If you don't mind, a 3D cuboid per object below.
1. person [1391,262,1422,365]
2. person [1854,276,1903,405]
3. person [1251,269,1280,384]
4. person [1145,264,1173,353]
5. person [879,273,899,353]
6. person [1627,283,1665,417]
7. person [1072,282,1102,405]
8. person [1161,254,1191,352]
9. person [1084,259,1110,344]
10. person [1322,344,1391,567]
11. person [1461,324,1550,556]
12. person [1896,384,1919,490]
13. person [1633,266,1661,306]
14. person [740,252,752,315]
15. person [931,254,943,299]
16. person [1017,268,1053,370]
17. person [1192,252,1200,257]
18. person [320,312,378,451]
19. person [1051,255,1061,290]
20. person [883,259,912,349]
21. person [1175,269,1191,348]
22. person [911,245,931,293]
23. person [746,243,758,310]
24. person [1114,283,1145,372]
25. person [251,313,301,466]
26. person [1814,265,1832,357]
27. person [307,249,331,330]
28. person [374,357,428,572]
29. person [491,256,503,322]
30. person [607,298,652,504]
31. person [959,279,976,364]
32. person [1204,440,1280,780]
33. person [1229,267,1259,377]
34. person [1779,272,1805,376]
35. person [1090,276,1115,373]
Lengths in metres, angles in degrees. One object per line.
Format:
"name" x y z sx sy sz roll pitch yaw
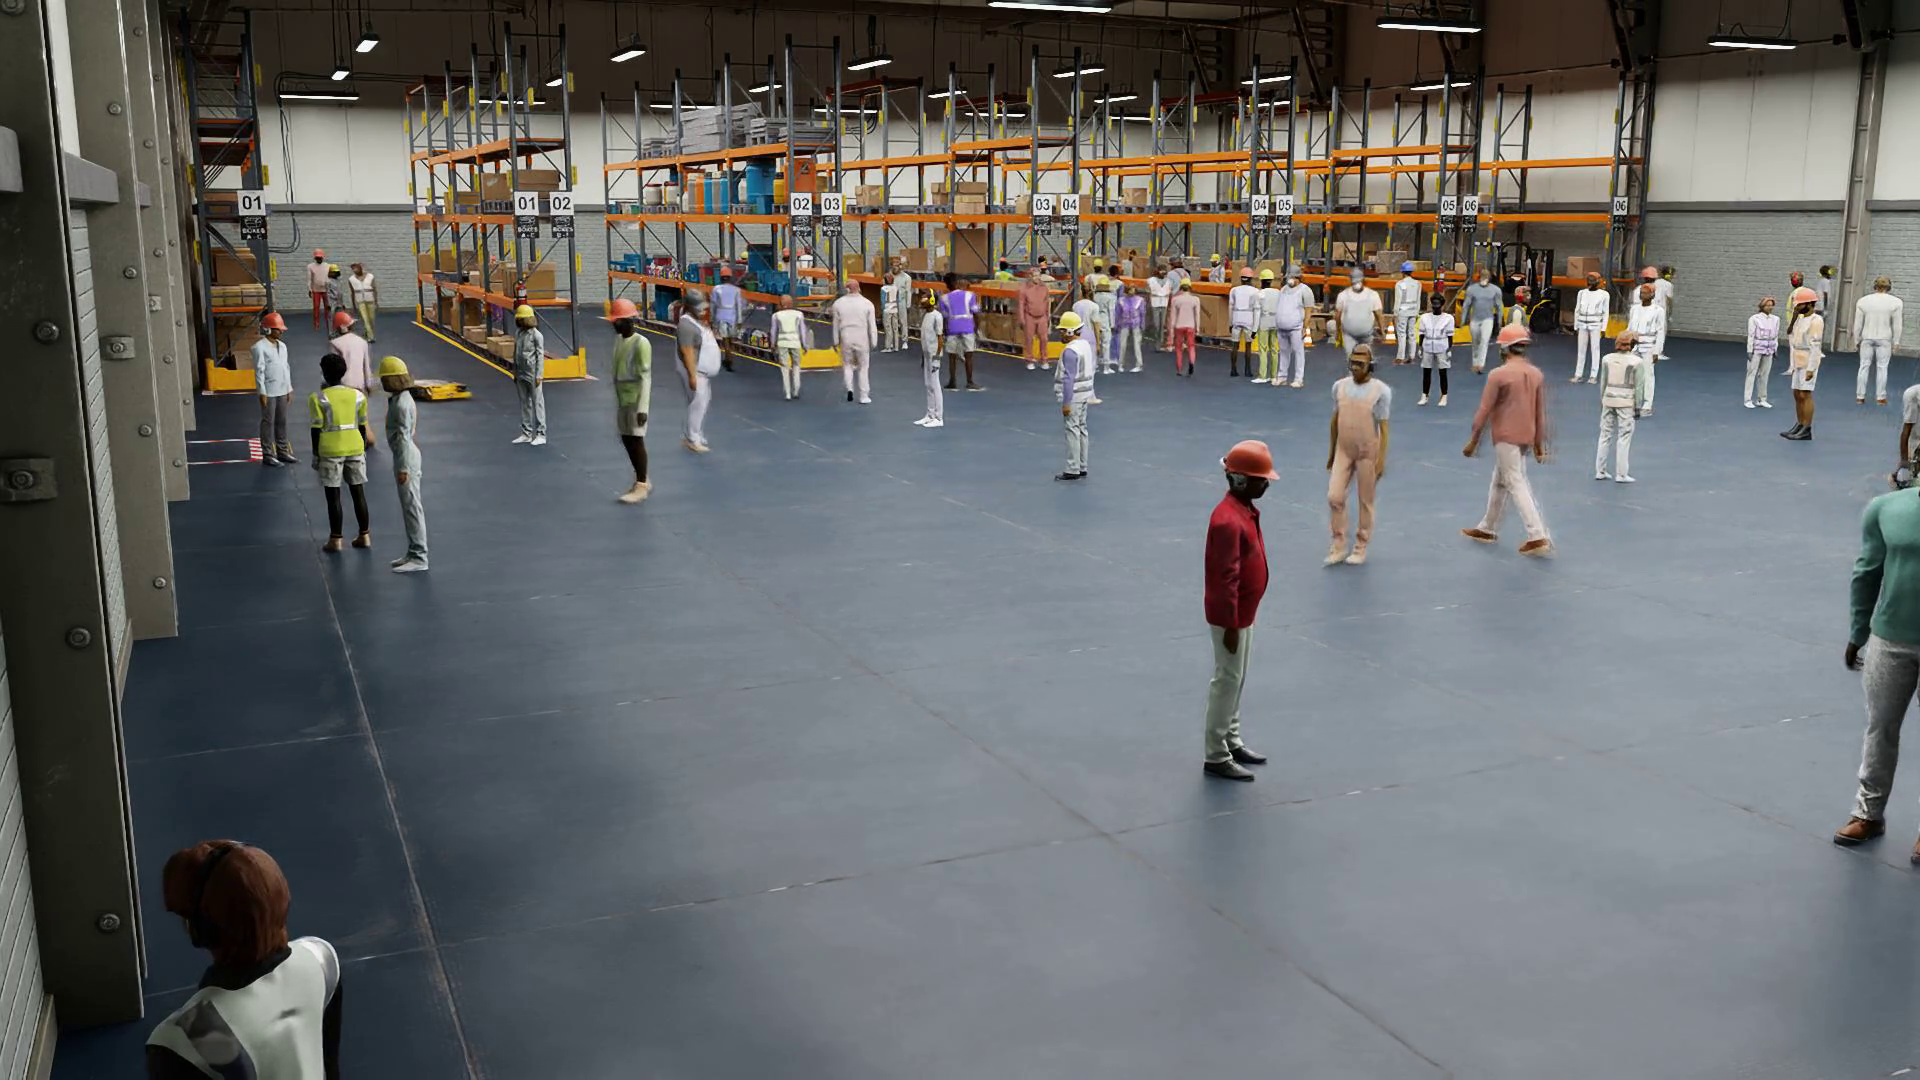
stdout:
"person" 8.466 -4.295 31.594 0.614 1.945 0.403 -6 12 -26
"person" 13.776 -2.991 24.989 0.635 1.938 0.360 9 14 38
"person" 5.187 -3.615 28.189 0.585 1.928 0.379 -6 13 -28
"person" 4.142 -4.760 34.264 0.581 1.819 0.687 -3 12 -15
"person" -1.458 -4.692 34.402 0.310 1.638 0.522 10 15 41
"person" 9.699 -2.697 23.639 0.353 1.884 0.577 -6 13 -29
"person" 1.906 -2.969 25.117 0.517 1.843 0.326 11 15 43
"person" 4.469 -4.959 34.734 0.685 2.000 0.535 -10 15 -40
"person" 2.987 -5.172 36.244 0.588 1.882 0.983 -2 11 -9
"person" 3.170 -0.664 13.448 0.550 1.824 0.659 8 14 36
"person" 4.729 -0.861 14.174 0.611 1.952 1.014 -8 14 -35
"person" 7.502 -0.577 12.886 0.528 1.876 0.323 -4 12 -18
"person" 12.411 -4.009 30.211 0.548 1.922 0.689 -4 12 -19
"person" -6.075 -7.268 47.162 0.308 1.772 0.526 -3 12 -15
"person" -0.616 -7.207 46.657 0.529 1.852 0.525 -3 12 -16
"person" 1.406 -4.019 30.364 0.681 1.872 0.876 -4 12 -19
"person" 7.449 -8.270 52.595 0.279 1.633 0.499 0 11 2
"person" -7.463 -1.939 20.298 0.906 1.683 0.540 4 12 19
"person" 2.872 -7.703 49.795 0.317 1.610 0.649 -7 13 -32
"person" -1.349 -4.993 35.289 0.642 1.899 0.394 3 11 14
"person" 4.754 -4.932 35.504 0.319 1.688 0.539 -2 11 -8
"person" -1.099 -7.047 45.422 0.609 2.022 0.759 -2 11 -11
"person" -6.181 -7.837 49.475 0.624 2.001 0.639 9 14 38
"person" 3.075 -3.851 30.162 0.564 1.624 0.383 2 11 9
"person" -7.826 -1.720 19.028 0.354 1.743 0.566 3 11 13
"person" 17.316 -4.599 33.468 0.342 1.831 0.645 2 11 11
"person" -15.777 -6.181 41.059 0.623 1.992 0.396 -5 12 -25
"person" -4.512 -0.612 13.424 0.320 1.734 0.481 -4 12 -19
"person" -12.371 -6.655 44.115 0.568 1.746 0.344 8 14 35
"person" -3.278 -1.378 16.551 0.410 2.046 0.610 -9 14 -39
"person" 0.083 -4.152 31.688 0.538 1.635 0.383 8 14 36
"person" 1.432 0.354 8.502 0.355 1.740 0.573 4 12 18
"person" 5.012 -3.840 29.351 0.549 1.928 0.400 6 12 27
"person" 14.820 -3.819 29.459 0.388 1.837 0.563 9 14 37
"person" 2.569 -3.866 29.965 0.499 1.747 0.353 8 14 35
